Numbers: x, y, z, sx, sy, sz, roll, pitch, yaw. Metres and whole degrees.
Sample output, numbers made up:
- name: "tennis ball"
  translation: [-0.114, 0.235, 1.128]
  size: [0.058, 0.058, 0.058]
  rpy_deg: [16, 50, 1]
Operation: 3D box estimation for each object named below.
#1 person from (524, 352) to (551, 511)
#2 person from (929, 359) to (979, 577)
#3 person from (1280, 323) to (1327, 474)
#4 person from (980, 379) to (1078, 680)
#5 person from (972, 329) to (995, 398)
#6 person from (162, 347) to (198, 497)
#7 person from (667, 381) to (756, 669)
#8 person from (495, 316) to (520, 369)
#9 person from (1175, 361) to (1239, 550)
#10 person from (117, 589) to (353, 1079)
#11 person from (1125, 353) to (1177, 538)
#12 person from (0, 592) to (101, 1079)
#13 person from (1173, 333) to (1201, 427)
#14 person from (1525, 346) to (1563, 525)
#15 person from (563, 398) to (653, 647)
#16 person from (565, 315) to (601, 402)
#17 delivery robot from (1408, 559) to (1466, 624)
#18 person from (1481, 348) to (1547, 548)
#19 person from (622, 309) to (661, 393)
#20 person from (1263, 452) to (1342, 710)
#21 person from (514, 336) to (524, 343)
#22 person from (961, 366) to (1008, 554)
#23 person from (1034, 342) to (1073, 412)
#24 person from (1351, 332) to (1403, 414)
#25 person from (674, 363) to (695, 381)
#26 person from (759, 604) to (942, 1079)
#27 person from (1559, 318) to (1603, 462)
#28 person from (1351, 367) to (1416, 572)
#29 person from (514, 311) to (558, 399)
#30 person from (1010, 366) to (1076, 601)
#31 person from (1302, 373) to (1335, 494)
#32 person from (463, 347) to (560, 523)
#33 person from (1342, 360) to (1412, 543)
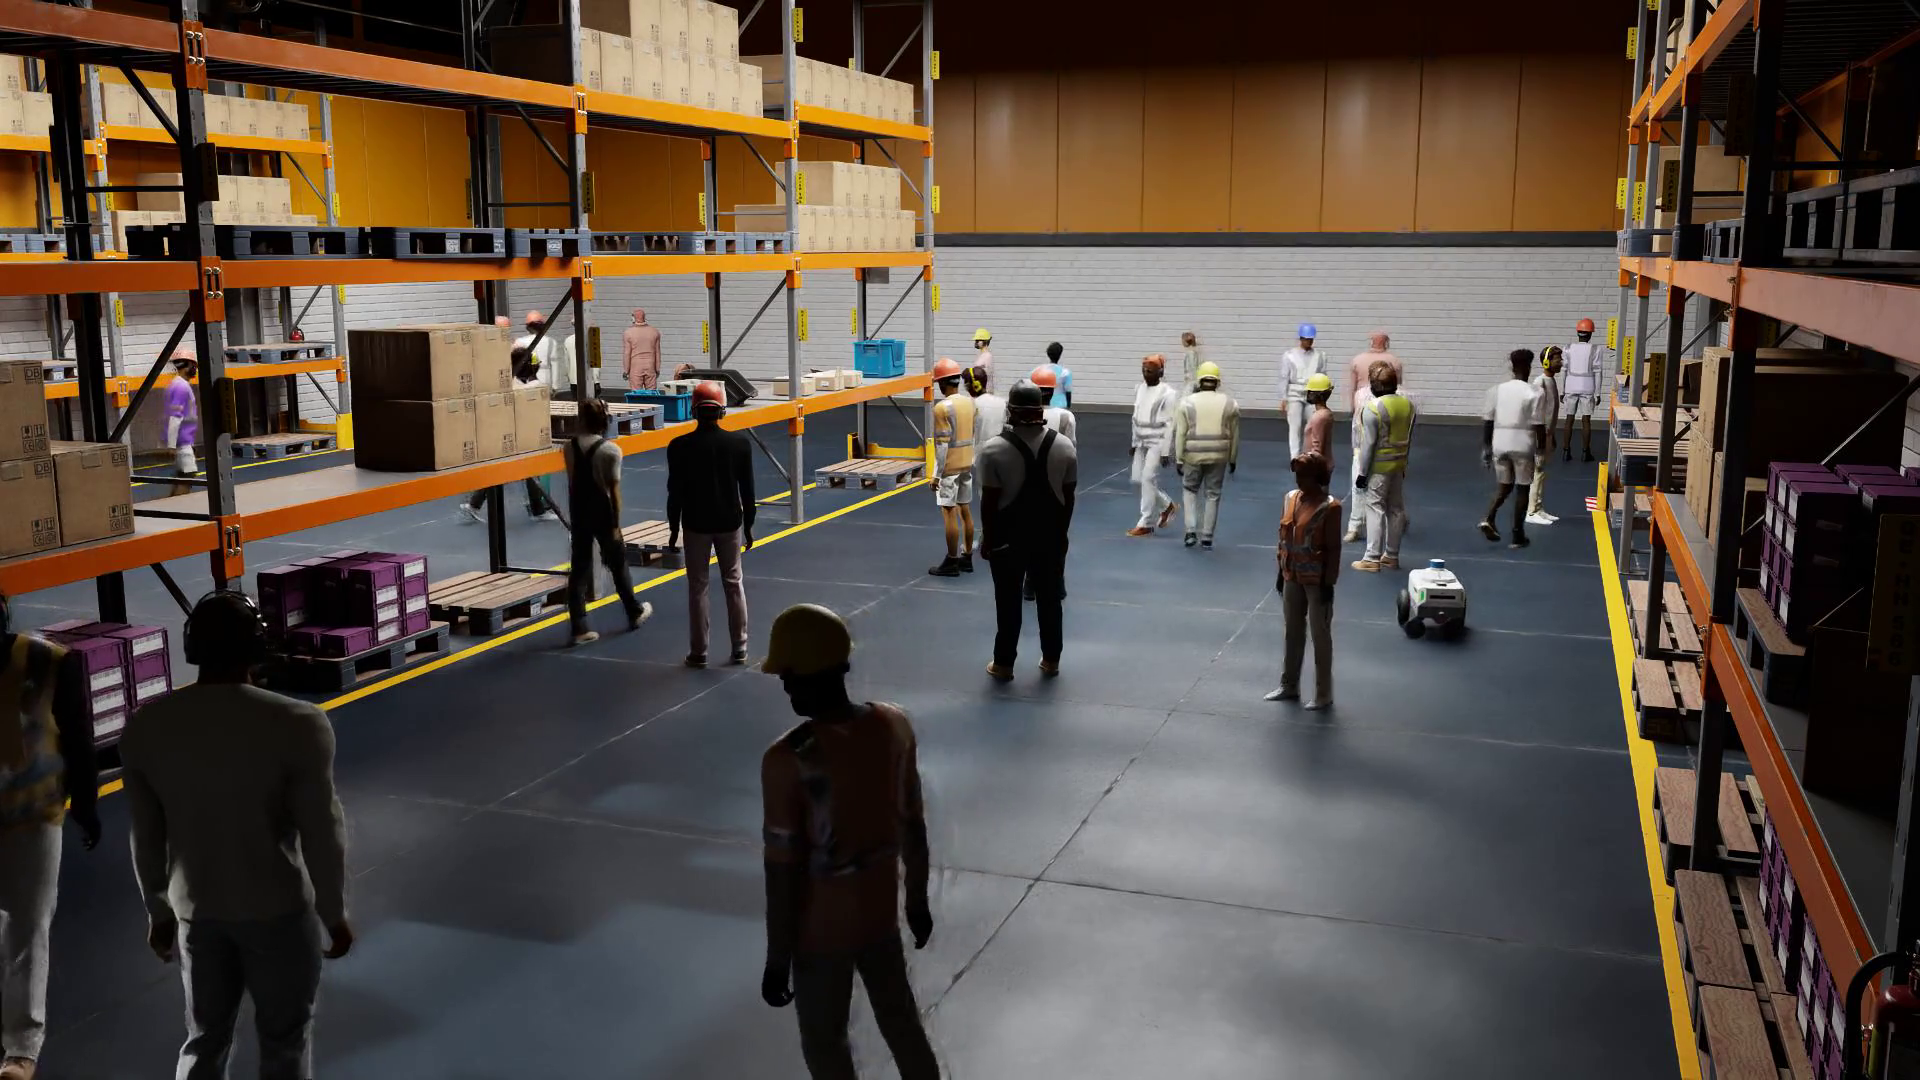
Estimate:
- name: "person"
  translation: [-4.712, -1.204, 18.374]
  size: [0.328, 1.769, 0.526]
  rpy_deg: [-3, 10, -16]
- name: "person"
  translation: [-0.084, -0.638, 14.731]
  size: [0.374, 1.928, 0.542]
  rpy_deg: [7, 12, 35]
- name: "person"
  translation: [4.394, -1.810, 21.295]
  size: [0.635, 1.937, 0.445]
  rpy_deg: [0, 10, -3]
- name: "person"
  translation: [0.422, -0.078, 11.259]
  size: [0.680, 2.000, 0.537]
  rpy_deg: [-3, 11, -18]
- name: "person"
  translation: [0.318, -2.055, 23.167]
  size: [0.315, 1.769, 0.524]
  rpy_deg: [-3, 11, -17]
- name: "person"
  translation: [-7.910, -1.011, 16.927]
  size: [0.525, 1.890, 0.569]
  rpy_deg: [-6, 12, -30]
- name: "person"
  translation: [-1.729, -0.106, 11.548]
  size: [0.623, 1.992, 0.396]
  rpy_deg: [-4, 11, -21]
- name: "person"
  translation: [-6.120, -2.019, 22.369]
  size: [0.614, 1.975, 0.504]
  rpy_deg: [2, 10, 9]
- name: "person"
  translation: [2.372, -0.808, 16.010]
  size: [0.615, 1.810, 0.490]
  rpy_deg: [1, 10, 3]
- name: "person"
  translation: [-2.136, 1.099, 4.961]
  size: [0.636, 1.930, 0.374]
  rpy_deg: [1, 10, 6]
- name: "person"
  translation: [1.955, -0.946, 16.652]
  size: [0.546, 1.861, 0.627]
  rpy_deg: [-6, 12, -30]
- name: "person"
  translation: [-3.400, 1.010, 5.818]
  size: [0.653, 1.791, 0.973]
  rpy_deg: [-3, 11, -17]
- name: "person"
  translation: [3.533, -2.402, 25.655]
  size: [0.943, 1.574, 0.548]
  rpy_deg: [2, 10, 11]
- name: "person"
  translation: [6.176, -1.103, 17.516]
  size: [0.325, 1.871, 0.521]
  rpy_deg: [6, 12, 32]
- name: "person"
  translation: [-2.651, -0.157, 12.378]
  size: [0.513, 1.805, 0.924]
  rpy_deg: [3, 11, 17]
- name: "person"
  translation: [-5.355, -2.265, 23.699]
  size: [0.611, 1.997, 0.375]
  rpy_deg: [6, 12, 32]
- name: "delivery robot"
  translation: [3.592, 0.389, 12.546]
  size: [0.477, 0.478, 0.707]
  rpy_deg: [1, 10, 8]
- name: "person"
  translation: [5.340, -0.882, 16.066]
  size: [0.534, 1.938, 0.641]
  rpy_deg: [-8, 13, -39]
- name: "person"
  translation: [-5.110, -2.742, 26.656]
  size: [0.639, 1.903, 0.407]
  rpy_deg: [-6, 12, -32]
- name: "person"
  translation: [2.190, 0.267, 10.530]
  size: [0.412, 1.641, 0.533]
  rpy_deg: [-6, 12, -32]
- name: "person"
  translation: [-6.241, -2.096, 23.765]
  size: [0.501, 1.633, 0.285]
  rpy_deg: [2, 10, 11]
- name: "person"
  translation: [0.254, -0.707, 15.449]
  size: [0.606, 1.823, 0.804]
  rpy_deg: [-8, 13, -38]
- name: "person"
  translation: [1.186, -1.704, 21.415]
  size: [0.542, 1.679, 0.603]
  rpy_deg: [2, 10, 9]
- name: "person"
  translation: [5.162, -1.646, 20.619]
  size: [0.644, 1.859, 0.968]
  rpy_deg: [4, 11, 21]
- name: "person"
  translation: [-3.028, -1.127, 18.326]
  size: [0.511, 1.633, 0.313]
  rpy_deg: [9, 13, 41]
- name: "person"
  translation: [-0.302, 1.113, 5.021]
  size: [0.507, 1.889, 0.732]
  rpy_deg: [9, 14, 42]
- name: "person"
  translation: [8.410, -2.027, 22.528]
  size: [0.551, 1.934, 0.373]
  rpy_deg: [6, 12, 32]
- name: "person"
  translation: [3.787, -0.633, 14.957]
  size: [0.625, 1.841, 0.429]
  rpy_deg: [-7, 13, -36]
- name: "person"
  translation: [-5.956, -2.220, 23.461]
  size: [0.613, 2.003, 0.997]
  rpy_deg: [-7, 12, -36]
- name: "person"
  translation: [0.677, -0.465, 13.729]
  size: [0.551, 1.934, 0.373]
  rpy_deg: [-1, 10, -4]
- name: "person"
  translation: [3.247, -0.633, 15.160]
  size: [0.313, 1.769, 0.525]
  rpy_deg: [4, 11, 20]
- name: "person"
  translation: [-4.756, -1.095, 17.485]
  size: [0.959, 1.873, 0.599]
  rpy_deg: [-4, 11, -22]
- name: "person"
  translation: [4.183, -0.890, 16.520]
  size: [0.864, 1.813, 0.645]
  rpy_deg: [-10, 14, -43]
